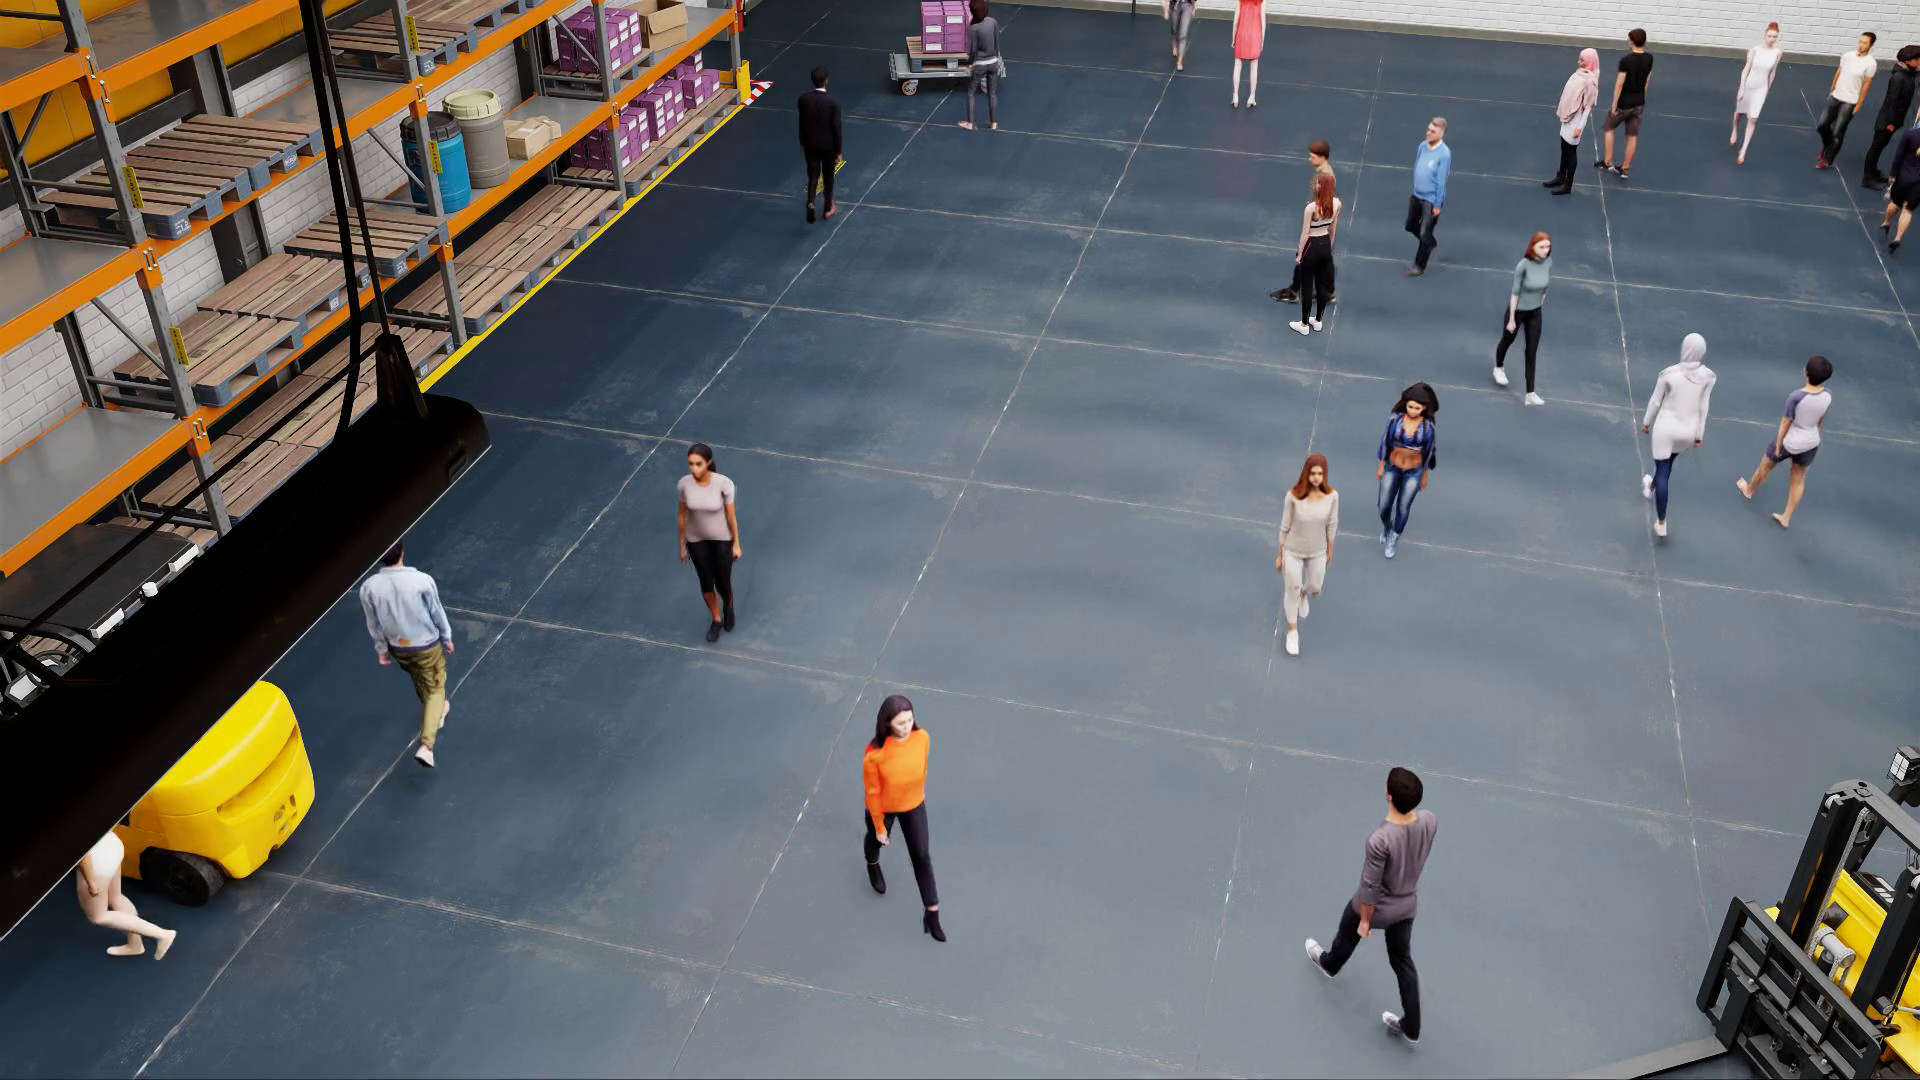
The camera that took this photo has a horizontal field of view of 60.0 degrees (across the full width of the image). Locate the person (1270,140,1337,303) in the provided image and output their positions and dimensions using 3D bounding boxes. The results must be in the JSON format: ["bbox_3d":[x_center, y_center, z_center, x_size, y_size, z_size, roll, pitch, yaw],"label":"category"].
[{"bbox_3d":[3.936,-3.377,17.809,0.851,1.815,0.928,5,34,7],"label":"person"}]

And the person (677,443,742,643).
[{"bbox_3d":[-1.900,-0.018,12.829,0.648,1.735,0.656,4,34,6],"label":"person"}]

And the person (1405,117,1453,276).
[{"bbox_3d":[5.278,-3.846,18.524,0.944,1.804,0.884,-19,38,-26],"label":"person"}]

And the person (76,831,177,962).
[{"bbox_3d":[-5.079,1.926,9.998,0.781,1.630,0.753,-4,34,-5],"label":"person"}]

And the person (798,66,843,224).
[{"bbox_3d":[-1.683,-4.631,19.646,0.724,1.870,0.978,7,34,10],"label":"person"}]

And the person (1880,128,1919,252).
[{"bbox_3d":[10.913,-4.089,19.053,0.755,1.624,1.080,11,35,16],"label":"person"}]

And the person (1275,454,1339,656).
[{"bbox_3d":[2.632,0.039,12.775,0.706,1.698,0.913,1,34,2],"label":"person"}]

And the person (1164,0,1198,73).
[{"bbox_3d":[3.275,-7.872,24.733,0.758,1.636,1.143,3,34,4],"label":"person"}]

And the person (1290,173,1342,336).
[{"bbox_3d":[3.708,-2.980,17.277,0.669,1.742,0.709,-14,36,-20],"label":"person"}]

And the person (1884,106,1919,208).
[{"bbox_3d":[11.532,-4.773,19.935,1.034,1.787,1.042,-12,35,-17],"label":"person"}]

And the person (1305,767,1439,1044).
[{"bbox_3d":[2.508,2.130,9.532,1.156,1.805,1.254,-15,36,-21],"label":"person"}]

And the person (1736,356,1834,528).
[{"bbox_3d":[7.175,-0.807,14.194,0.734,1.537,0.963,-1,34,-1],"label":"person"}]

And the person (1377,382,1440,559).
[{"bbox_3d":[3.692,-0.600,13.815,0.648,1.611,0.618,12,36,18],"label":"person"}]

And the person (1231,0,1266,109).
[{"bbox_3d":[4.007,-6.940,23.159,0.586,1.827,0.504,9,35,13],"label":"person"}]

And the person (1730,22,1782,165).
[{"bbox_3d":[10.241,-5.809,21.533,0.612,1.743,1.146,10,35,14],"label":"person"}]

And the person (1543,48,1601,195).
[{"bbox_3d":[7.585,-5.170,20.517,0.766,1.804,0.643,-2,34,-3],"label":"person"}]

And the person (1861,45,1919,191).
[{"bbox_3d":[11.588,-5.286,20.713,0.776,1.781,0.672,25,41,33],"label":"person"}]

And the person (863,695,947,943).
[{"bbox_3d":[-0.455,1.636,10.371,1.090,1.700,1.173,-16,37,-23],"label":"person"}]

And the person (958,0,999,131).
[{"bbox_3d":[0.319,-6.421,22.441,0.773,1.757,0.840,-11,35,-16],"label":"person"}]

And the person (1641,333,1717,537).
[{"bbox_3d":[6.047,-0.852,14.090,0.725,1.727,1.203,5,34,8],"label":"person"}]

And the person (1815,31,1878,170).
[{"bbox_3d":[11.345,-5.611,21.196,0.873,1.786,0.821,-17,37,-24],"label":"person"}]

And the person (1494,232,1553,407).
[{"bbox_3d":[5.419,-2.195,16.146,0.964,1.687,1.218,-8,34,-11],"label":"person"}]

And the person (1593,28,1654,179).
[{"bbox_3d":[8.445,-5.459,20.920,0.877,1.839,0.915,-5,34,-7],"label":"person"}]

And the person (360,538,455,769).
[{"bbox_3d":[-3.806,0.775,11.587,0.866,1.787,1.197,0,34,0],"label":"person"}]
